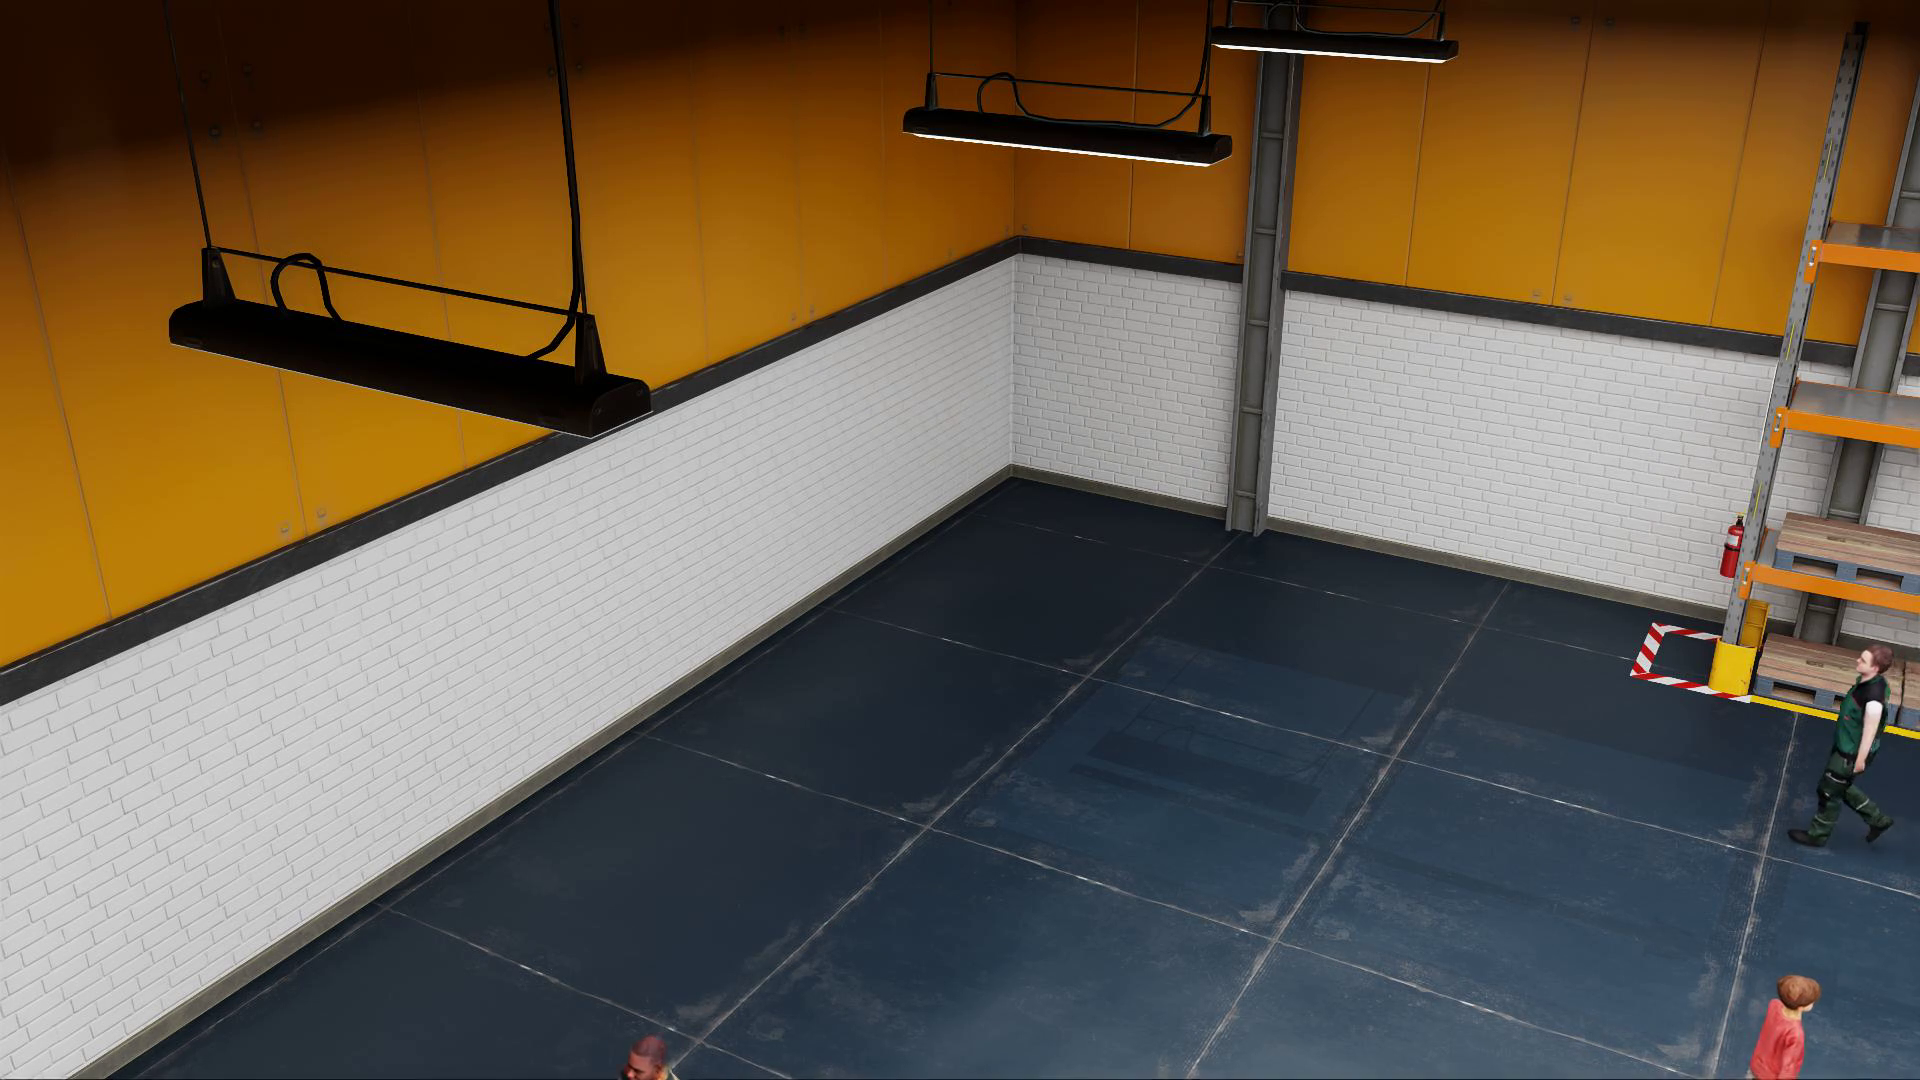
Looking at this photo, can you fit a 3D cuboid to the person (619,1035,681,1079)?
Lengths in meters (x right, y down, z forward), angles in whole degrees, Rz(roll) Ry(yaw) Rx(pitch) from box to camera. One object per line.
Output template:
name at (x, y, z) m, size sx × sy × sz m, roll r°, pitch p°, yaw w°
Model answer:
person at (-1.588, 3.387, 9.064) m, size 0.889 × 1.796 × 0.924 m, roll -21°, pitch 31°, yaw -40°

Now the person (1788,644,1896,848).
person at (7.065, 1.640, 13.019) m, size 0.932 × 1.829 × 0.659 m, roll 12°, pitch 26°, yaw 25°

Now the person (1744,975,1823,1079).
person at (4.821, 3.202, 10.001) m, size 0.989 × 1.385 × 0.860 m, roll -3°, pitch 24°, yaw -6°
